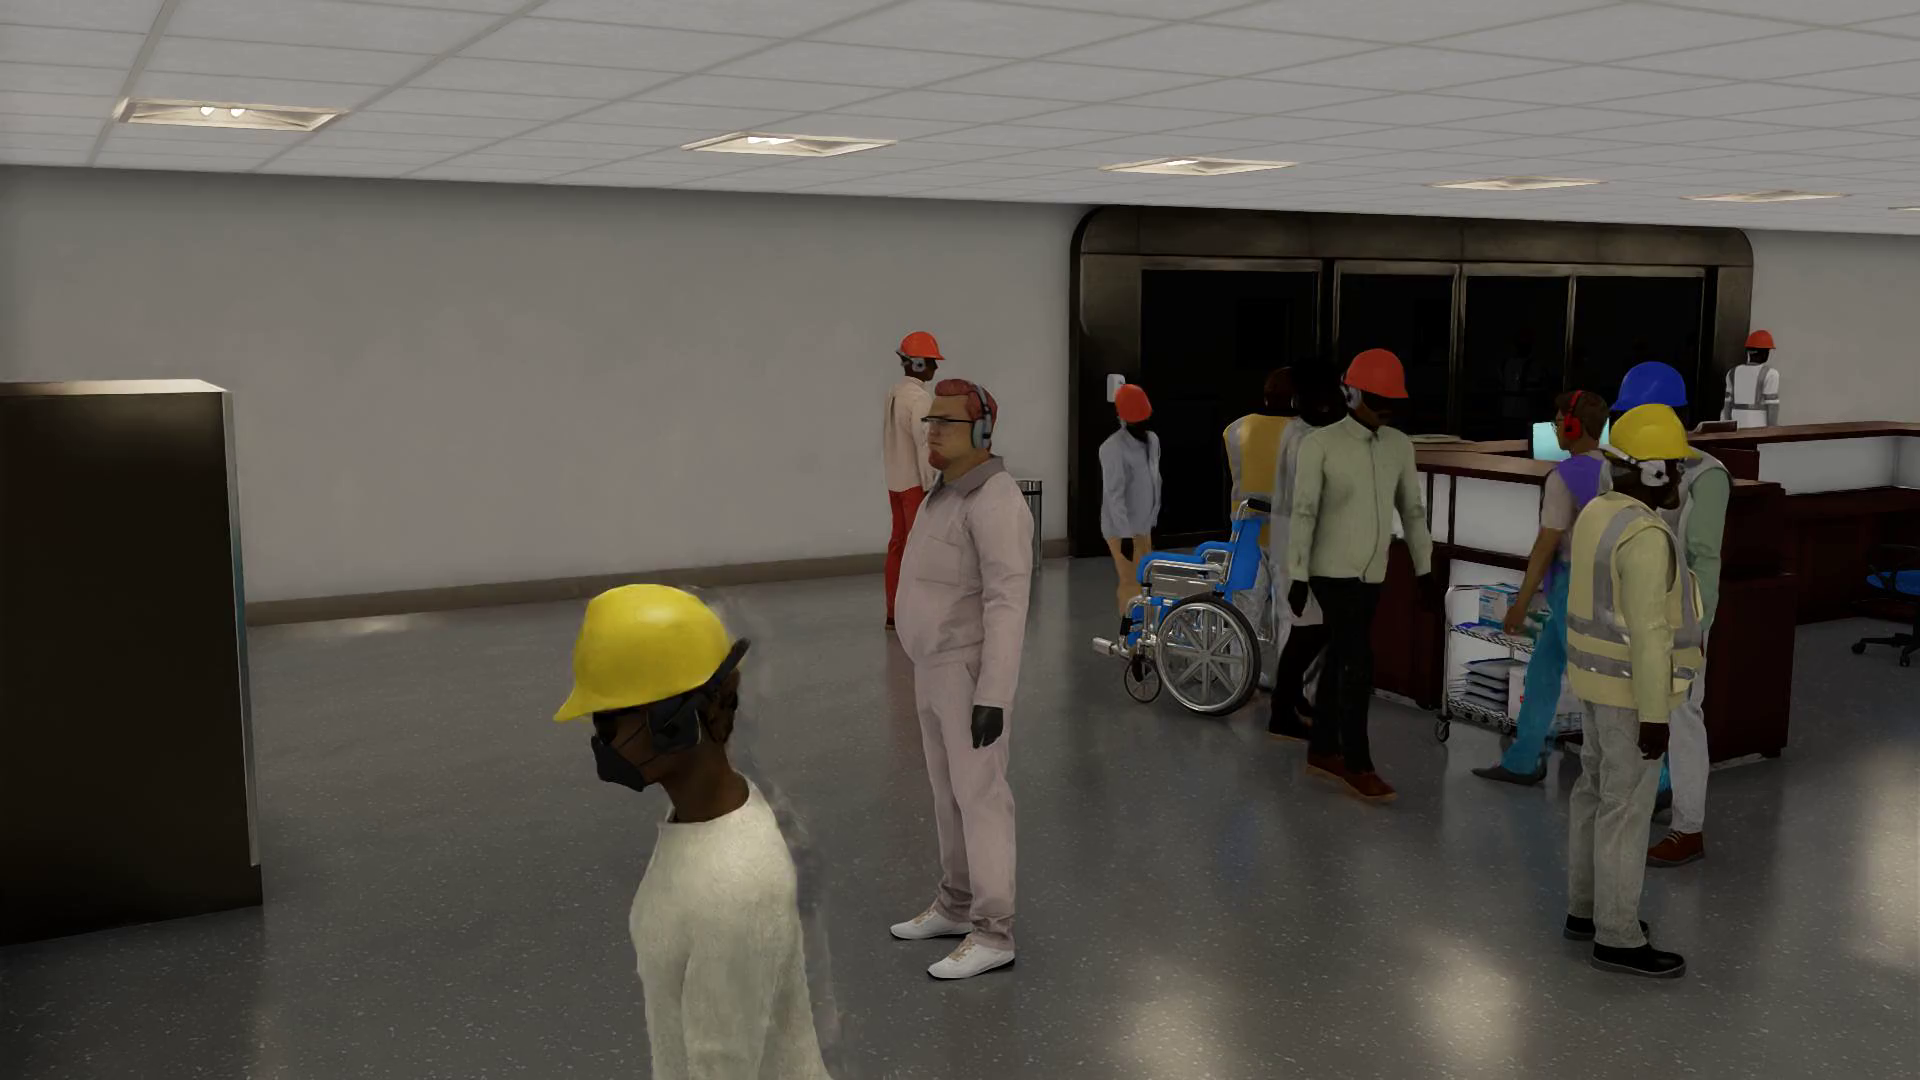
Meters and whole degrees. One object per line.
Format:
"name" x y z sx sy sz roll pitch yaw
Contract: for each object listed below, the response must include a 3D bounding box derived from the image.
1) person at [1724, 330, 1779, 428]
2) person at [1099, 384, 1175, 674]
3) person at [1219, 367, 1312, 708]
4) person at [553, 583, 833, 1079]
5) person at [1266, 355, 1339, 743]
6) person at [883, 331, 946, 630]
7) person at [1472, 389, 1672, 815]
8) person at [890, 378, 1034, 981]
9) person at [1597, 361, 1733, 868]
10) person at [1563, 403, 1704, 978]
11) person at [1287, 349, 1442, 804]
"person" 7.737 -1.076 16.237 0.379 1.937 0.548 -4 9 -29
"person" 1.083 -0.075 9.836 0.494 1.710 0.572 5 9 33
"person" 1.677 0.006 8.795 0.627 1.837 0.430 5 9 32
"person" -0.348 0.923 2.438 0.435 1.738 0.554 -3 8 -18
"person" 1.702 0.062 8.086 0.393 1.917 0.718 2 8 14
"person" -0.290 -0.364 10.886 0.399 1.989 0.623 -4 9 -24
"person" 2.703 0.262 7.123 0.976 1.804 0.575 7 10 41
"person" -0.012 0.437 5.377 0.410 1.911 0.651 -3 8 -20
"person" 2.671 0.280 6.441 0.418 1.938 0.601 -4 9 -25
"person" 2.179 0.474 5.392 0.404 1.830 0.602 0 8 4
"person" 1.775 0.153 7.257 0.634 1.953 0.777 -5 9 -33
